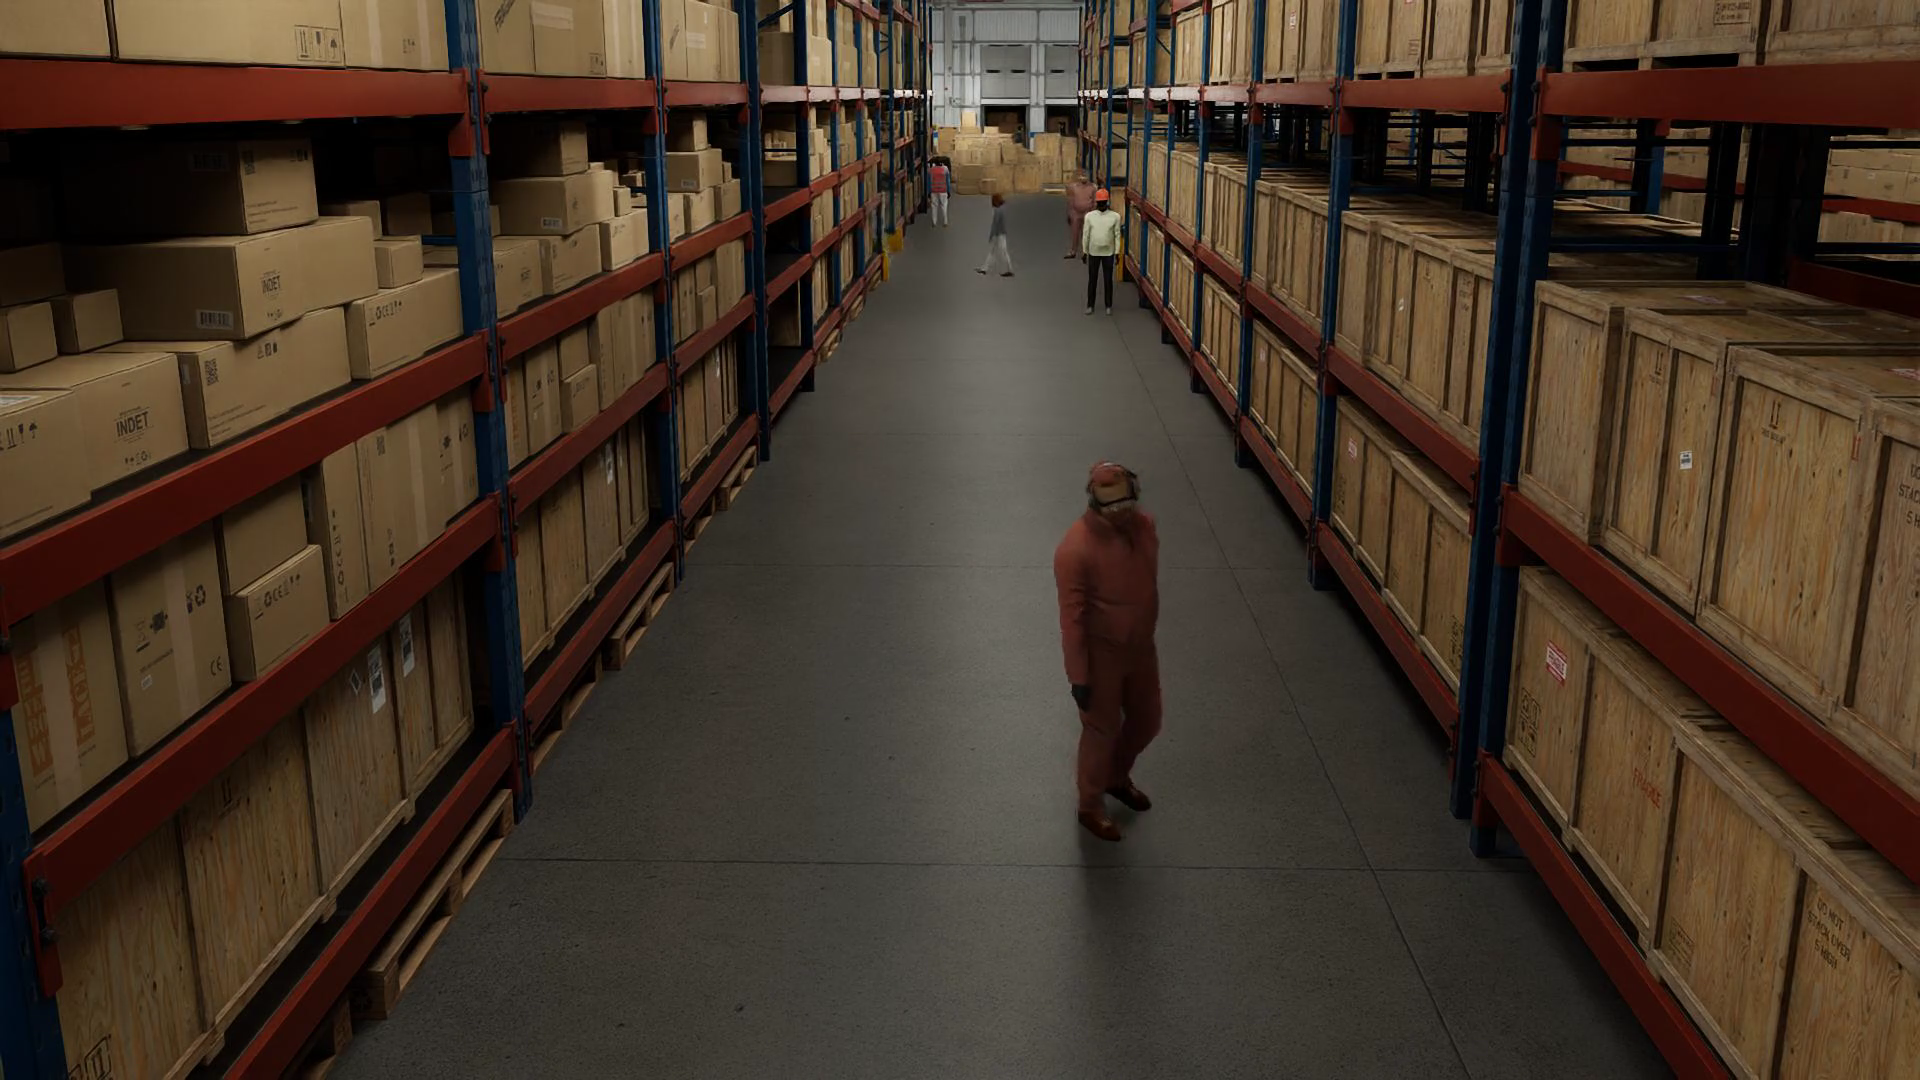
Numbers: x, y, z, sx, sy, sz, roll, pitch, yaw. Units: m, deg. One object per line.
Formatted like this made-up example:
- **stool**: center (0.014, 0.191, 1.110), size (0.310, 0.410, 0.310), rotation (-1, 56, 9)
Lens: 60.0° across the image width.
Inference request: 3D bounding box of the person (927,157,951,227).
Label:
- **person**: center (-0.552, -9.193, 43.980), size (0.621, 1.838, 0.429), rotation (2, 15, 8)

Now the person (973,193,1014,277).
- **person**: center (0.655, -5.863, 32.042), size (0.847, 1.591, 0.520), rotation (1, 15, 4)

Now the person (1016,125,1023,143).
- **person**: center (2.947, -19.767, 83.125), size (0.352, 1.937, 0.635), rotation (-1, 15, -5)

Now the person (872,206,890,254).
- **person**: center (-1.926, -7.062, 36.489), size (0.852, 1.589, 0.537), rotation (-1, 15, -2)

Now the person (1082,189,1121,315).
- **person**: center (2.255, -4.595, 26.564), size (0.622, 1.993, 0.382), rotation (3, 15, 10)

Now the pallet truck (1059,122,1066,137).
- **pallet truck**: center (5.788, -21.111, 88.014), size (1.885, 1.965, 0.823), rotation (5, 16, 18)

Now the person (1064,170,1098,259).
- **person**: center (2.575, -6.941, 35.531), size (0.750, 1.885, 0.402), rotation (2, 15, 9)

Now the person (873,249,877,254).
- **person**: center (-1.987, -6.494, 33.801), size (0.518, 1.908, 0.592), rotation (2, 15, 9)

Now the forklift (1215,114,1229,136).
- **forklift**: center (8.648, -13.153, 56.729), size (1.873, 2.768, 1.129), rotation (-14, 20, -41)

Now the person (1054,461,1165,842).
- **person**: center (0.690, 0.523, 7.773), size (0.688, 1.867, 0.480), rotation (-14, 20, -42)
